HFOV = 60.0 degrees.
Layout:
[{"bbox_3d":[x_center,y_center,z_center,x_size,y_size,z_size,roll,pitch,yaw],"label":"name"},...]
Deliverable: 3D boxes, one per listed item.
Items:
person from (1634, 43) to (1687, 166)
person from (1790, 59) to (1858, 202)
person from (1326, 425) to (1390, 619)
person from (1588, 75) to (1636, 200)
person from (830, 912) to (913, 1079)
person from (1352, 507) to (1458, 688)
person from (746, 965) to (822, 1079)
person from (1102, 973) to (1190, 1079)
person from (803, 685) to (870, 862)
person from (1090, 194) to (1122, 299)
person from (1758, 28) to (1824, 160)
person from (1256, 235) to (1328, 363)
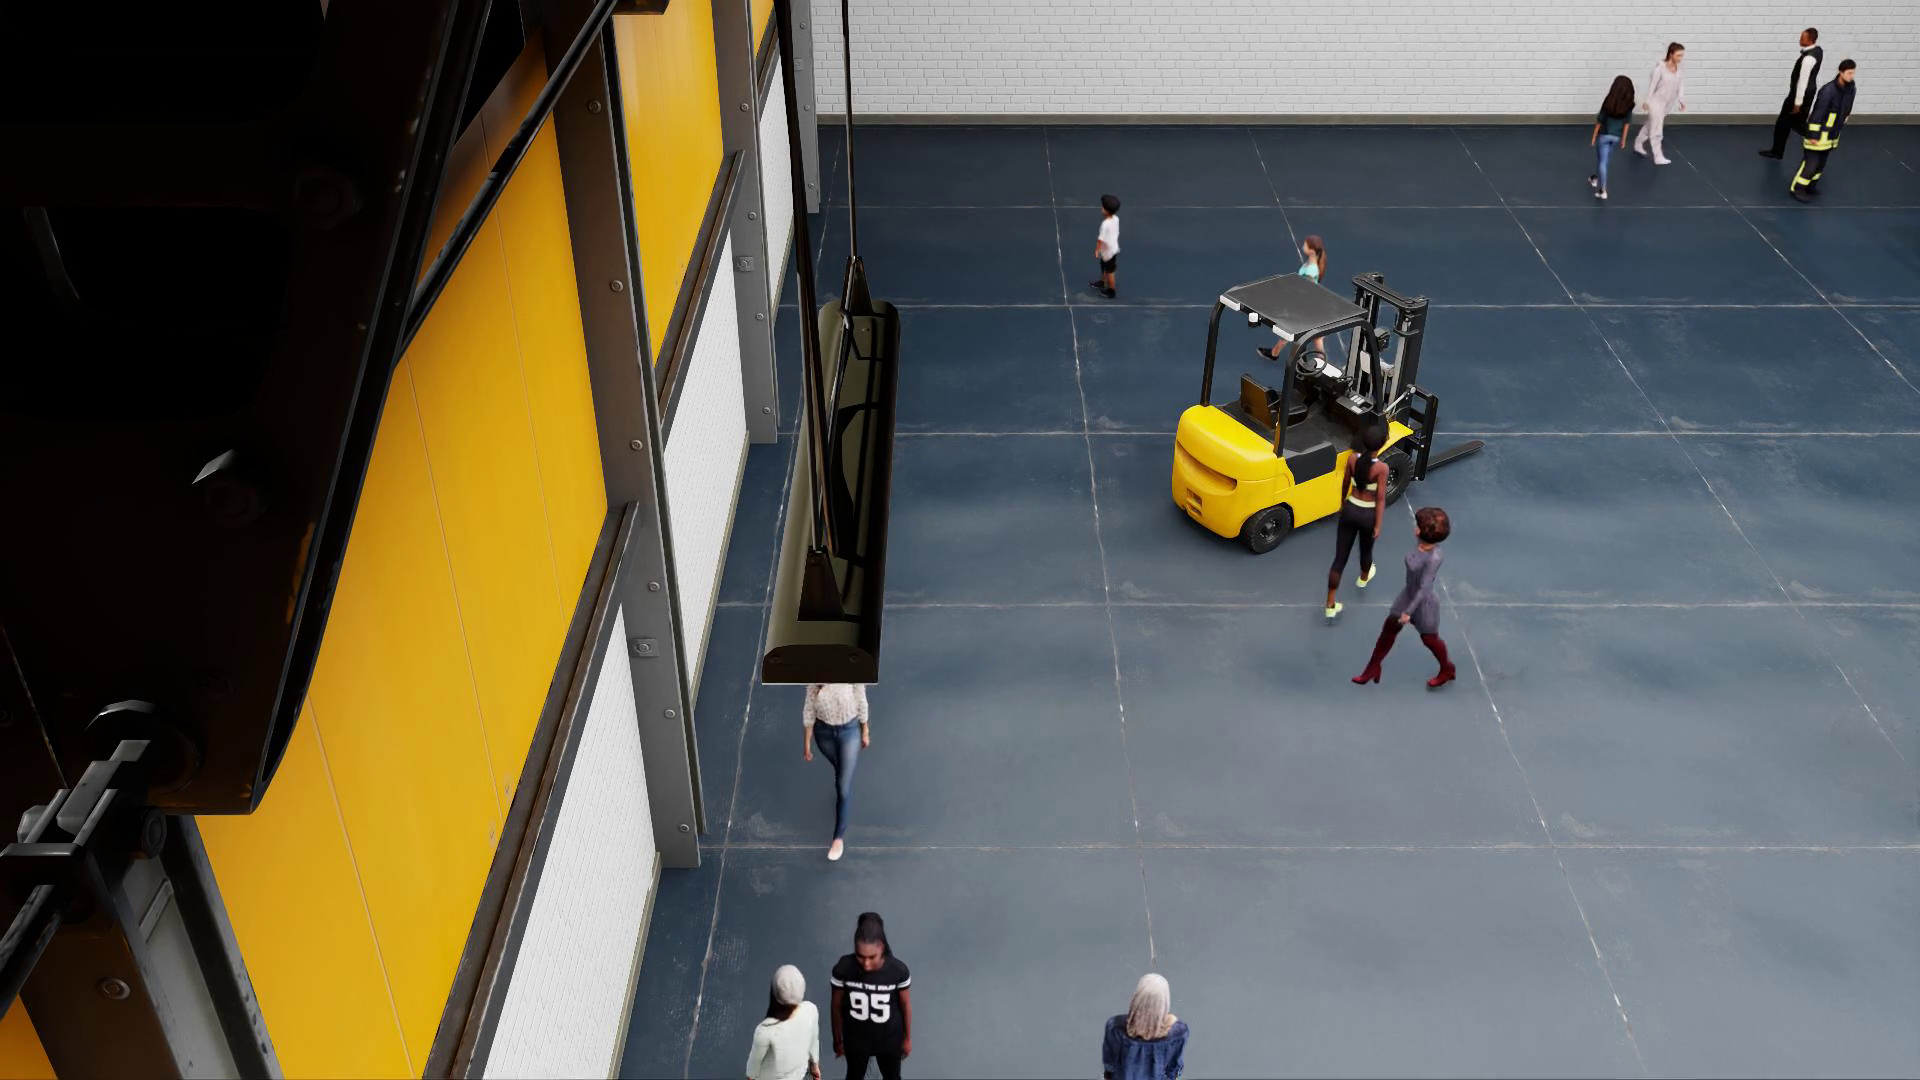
[{"bbox_3d":[9.665,-6.083,23.074,0.927,1.633,1.157,-14,36,-20],"label":"person"},{"bbox_3d":[11.313,-5.397,21.788,0.888,1.912,0.860,-15,36,-21],"label":"person"},{"bbox_3d":[3.327,-0.118,14.030,1.000,1.710,1.186,21,39,28],"label":"person"},{"bbox_3d":[8.566,-5.274,21.904,0.631,1.580,1.015,-2,34,-3],"label":"person"},{"bbox_3d":[-0.501,2.835,9.568,0.601,1.730,0.530,0,34,1],"label":"person"},{"bbox_3d":[3.704,0.519,13.107,0.721,1.671,1.021,-4,34,-6],"label":"person"},{"bbox_3d":[-0.946,3.060,9.346,1.101,1.602,1.047,25,41,33],"label":"person"},{"bbox_3d":[1.003,3.100,9.208,0.613,1.688,0.730,0,34,1],"label":"person"},{"bbox_3d":[-0.866,1.339,11.867,0.719,1.678,1.153,5,34,7],"label":"person"},{"bbox_3d":[1.789,-3.403,19.388,0.732,1.249,0.688,21,39,28],"label":"person"},{"bbox_3d":[11.619,-6.059,22.815,1.185,1.879,1.221,-29,43,-36],"label":"person"},{"bbox_3d":[3.801,-2.504,17.791,0.903,1.521,1.002,17,37,24],"label":"person"}]
